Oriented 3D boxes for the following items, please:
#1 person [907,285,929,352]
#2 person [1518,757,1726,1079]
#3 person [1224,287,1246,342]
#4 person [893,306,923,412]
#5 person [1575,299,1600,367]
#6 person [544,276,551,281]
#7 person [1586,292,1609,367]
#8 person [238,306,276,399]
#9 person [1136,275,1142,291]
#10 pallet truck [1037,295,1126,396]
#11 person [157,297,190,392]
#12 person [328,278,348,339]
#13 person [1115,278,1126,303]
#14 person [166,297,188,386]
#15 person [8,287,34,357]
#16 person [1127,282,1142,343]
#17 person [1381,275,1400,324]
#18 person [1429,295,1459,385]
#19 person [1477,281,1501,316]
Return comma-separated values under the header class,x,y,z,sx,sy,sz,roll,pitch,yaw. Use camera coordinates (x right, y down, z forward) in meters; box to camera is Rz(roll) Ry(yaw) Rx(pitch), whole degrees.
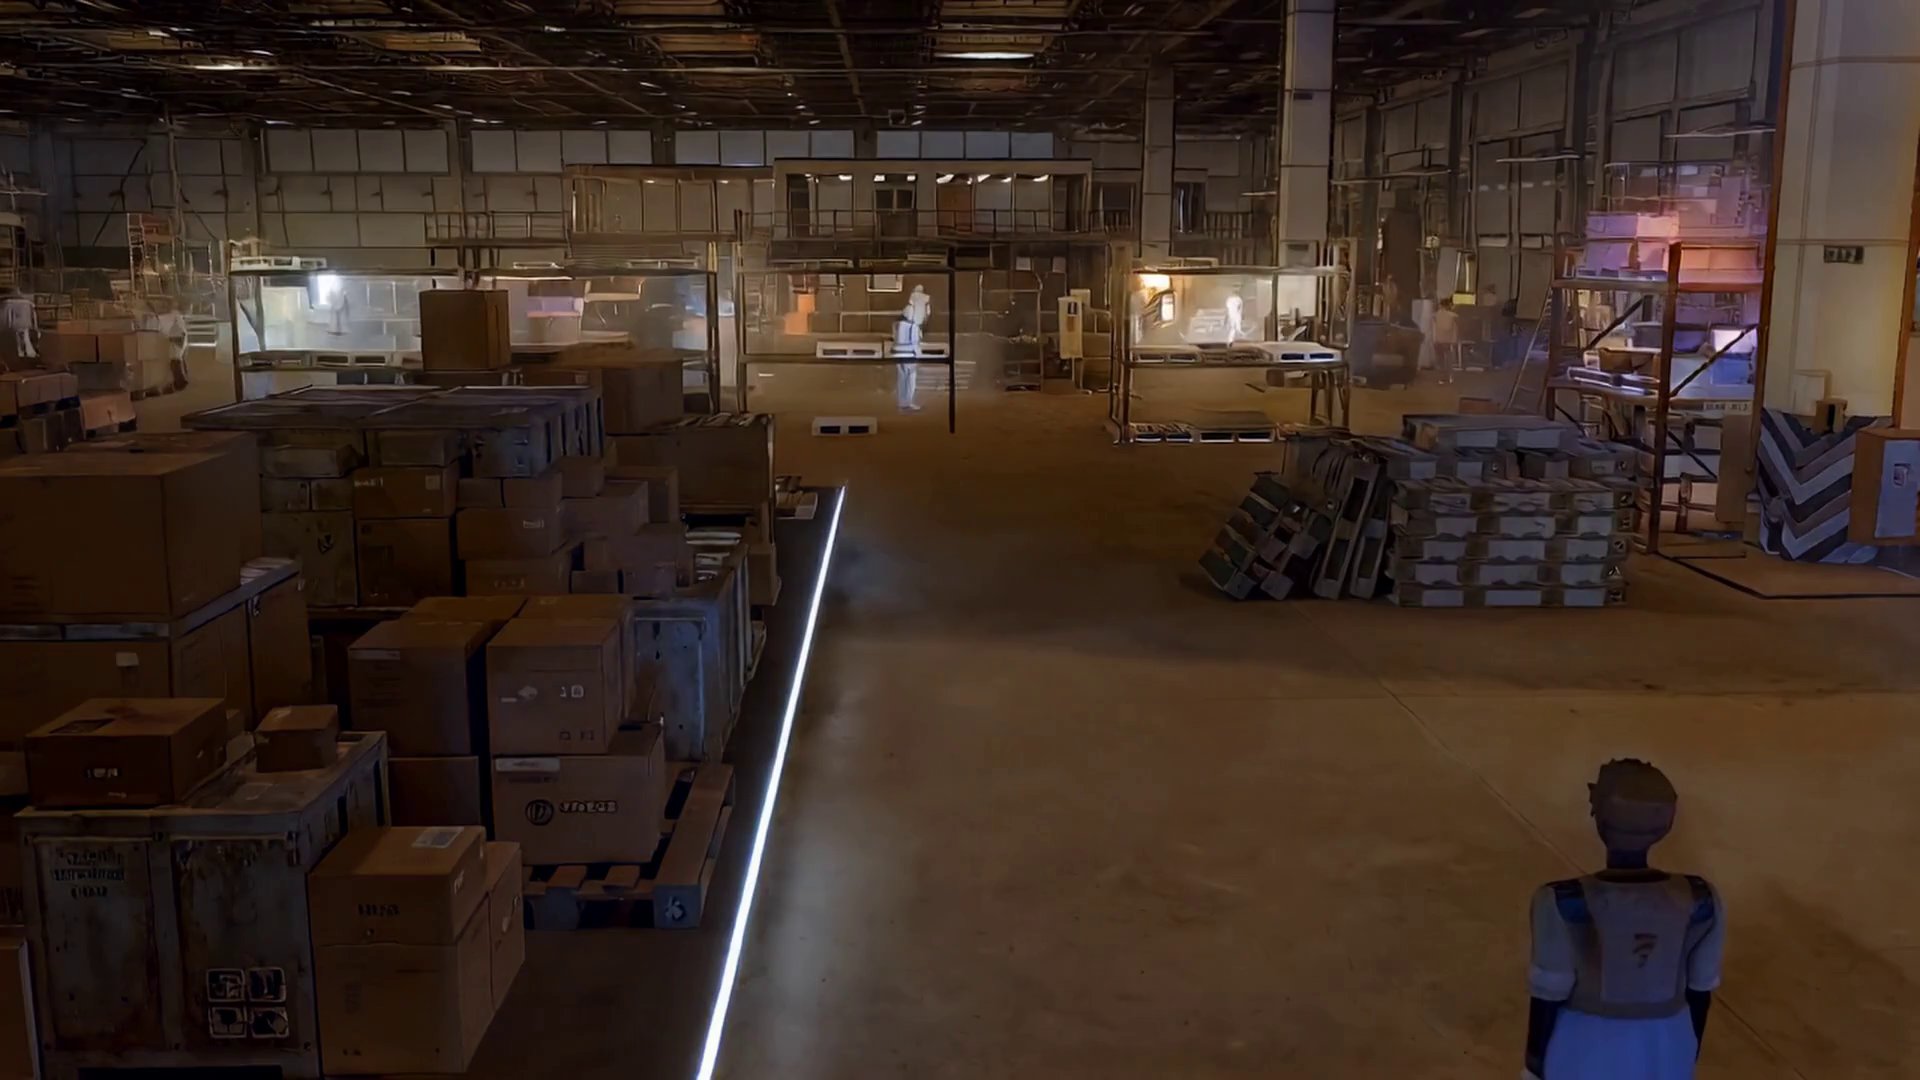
class,x,y,z,sx,sy,sz,roll,pitch,yaw
person,-1.147,-5.935,44.872,0.643,1.882,1.038,-4,11,-22
person,1.743,1.407,4.439,0.534,1.697,0.318,-1,10,-6
person,7.291,-5.820,44.361,0.958,1.831,0.523,-10,14,-43
person,-0.939,-3.235,29.782,0.576,1.881,0.354,8,13,36
person,13.233,-4.131,34.836,1.018,1.873,0.586,-3,11,-14
person,-19.050,-11.666,76.868,0.348,1.841,0.505,-7,12,-35
person,15.056,-4.915,39.257,0.620,1.845,0.429,-4,11,-19
person,-11.384,-2.850,27.199,0.799,2.000,0.703,-10,14,-43
person,7.092,-9.421,64.345,0.584,1.856,0.892,-1,10,-4
pallet truck,2.483,-3.881,33.060,1.885,1.965,0.823,-7,13,-36
person,-16.004,-3.963,33.738,0.621,1.928,0.756,2,10,13
person,-19.558,-7.294,52.392,0.601,1.887,0.822,1,10,6
person,5.874,-8.905,61.335,0.936,1.882,0.588,0,10,1
person,-16.600,-4.193,35.143,0.328,1.876,0.509,6,12,30
person,-22.988,-5.227,40.736,0.552,1.932,0.377,-9,14,-42
person,5.180,-6.780,49.688,0.431,1.835,0.623,6,12,32
person,14.580,-8.039,56.441,0.609,1.922,0.799,0,10,-2
person,10.261,-4.236,35.313,0.584,1.904,0.436,-1,10,-5
person,14.238,-5.978,44.801,0.618,1.978,0.458,1,10,6
